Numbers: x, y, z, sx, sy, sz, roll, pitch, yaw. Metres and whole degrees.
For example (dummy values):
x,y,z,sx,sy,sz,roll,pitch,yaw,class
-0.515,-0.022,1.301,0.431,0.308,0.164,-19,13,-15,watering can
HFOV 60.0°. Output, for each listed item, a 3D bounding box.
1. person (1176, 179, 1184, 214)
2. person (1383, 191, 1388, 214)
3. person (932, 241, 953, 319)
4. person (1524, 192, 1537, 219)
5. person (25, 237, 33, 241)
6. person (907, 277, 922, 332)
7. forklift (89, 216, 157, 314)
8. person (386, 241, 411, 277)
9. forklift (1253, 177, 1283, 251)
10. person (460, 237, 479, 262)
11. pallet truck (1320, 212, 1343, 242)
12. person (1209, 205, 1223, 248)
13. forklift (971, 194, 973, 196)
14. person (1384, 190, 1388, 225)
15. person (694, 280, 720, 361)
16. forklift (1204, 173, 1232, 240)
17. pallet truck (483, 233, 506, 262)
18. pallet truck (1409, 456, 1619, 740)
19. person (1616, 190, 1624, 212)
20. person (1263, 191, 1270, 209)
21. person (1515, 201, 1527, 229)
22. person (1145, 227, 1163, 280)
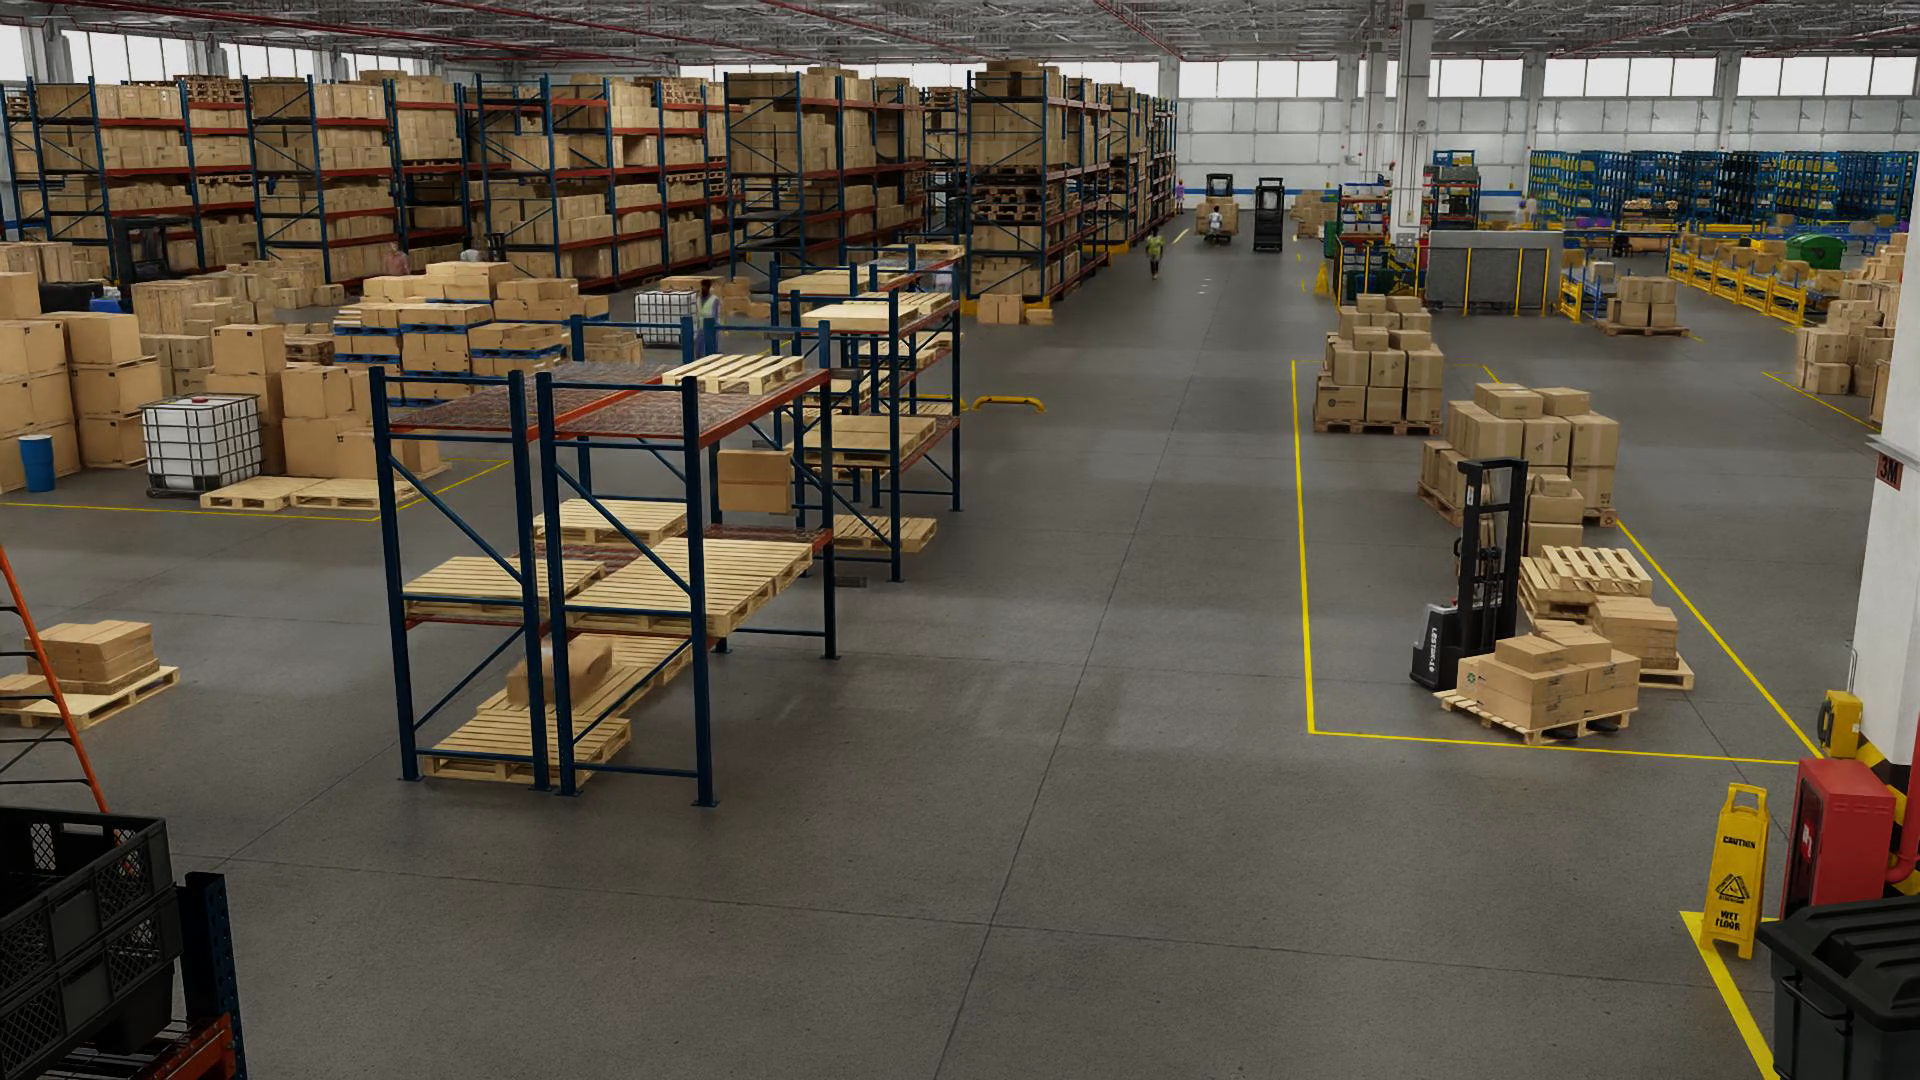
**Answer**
x,y,z,sx,sy,sz,roll,pitch,yaw,class
12.350,-19.240,93.266,0.544,1.935,0.361,11,18,37,person
20.418,-15.795,79.577,1.005,1.782,0.577,0,14,1,person
-0.428,-6.469,41.451,0.555,1.923,0.442,-3,14,-11,person
26.005,-14.913,75.805,0.640,1.881,0.860,-9,16,-32,person
-26.721,-7.936,48.036,0.579,1.595,0.751,-9,16,-31,person
-0.940,-4.823,35.291,0.831,1.660,0.533,10,17,34,person
-17.564,-5.502,35.541,1.873,2.768,1.129,4,14,15,forklift
-14.131,-6.551,41.809,0.651,1.904,0.403,4,14,16,person
12.083,-12.747,64.956,1.129,2.768,1.873,3,14,10,forklift
-12.739,-6.877,43.113,0.967,1.915,0.617,10,17,36,person
15.874,-13.227,70.310,0.680,1.201,1.601,10,17,35,pallet truck
10.247,-12.552,66.589,0.542,1.688,0.367,6,15,23,person
0.716,-10.225,54.719,1.129,2.768,1.873,3,14,10,forklift
20.924,-16.287,81.646,0.326,1.752,0.563,7,16,27,person
-4.802,-3.943,31.289,0.605,1.872,0.822,10,17,34,person
11.102,-14.291,71.224,1.129,2.768,1.873,3,14,10,forklift
-11.832,-7.026,43.548,1.885,1.965,0.823,8,16,28,pallet truck
4.504,0.400,13.395,0.823,1.965,1.885,-6,15,-23,pallet truck
34.122,-17.394,86.009,0.593,1.820,0.495,3,14,12,person
16.049,-17.688,87.386,0.489,1.717,0.742,-12,19,-41,person
22.060,-12.445,65.738,0.917,1.918,0.634,1,14,3,person
6.067,-8.968,52.129,0.545,1.646,0.867,3,14,13,person
